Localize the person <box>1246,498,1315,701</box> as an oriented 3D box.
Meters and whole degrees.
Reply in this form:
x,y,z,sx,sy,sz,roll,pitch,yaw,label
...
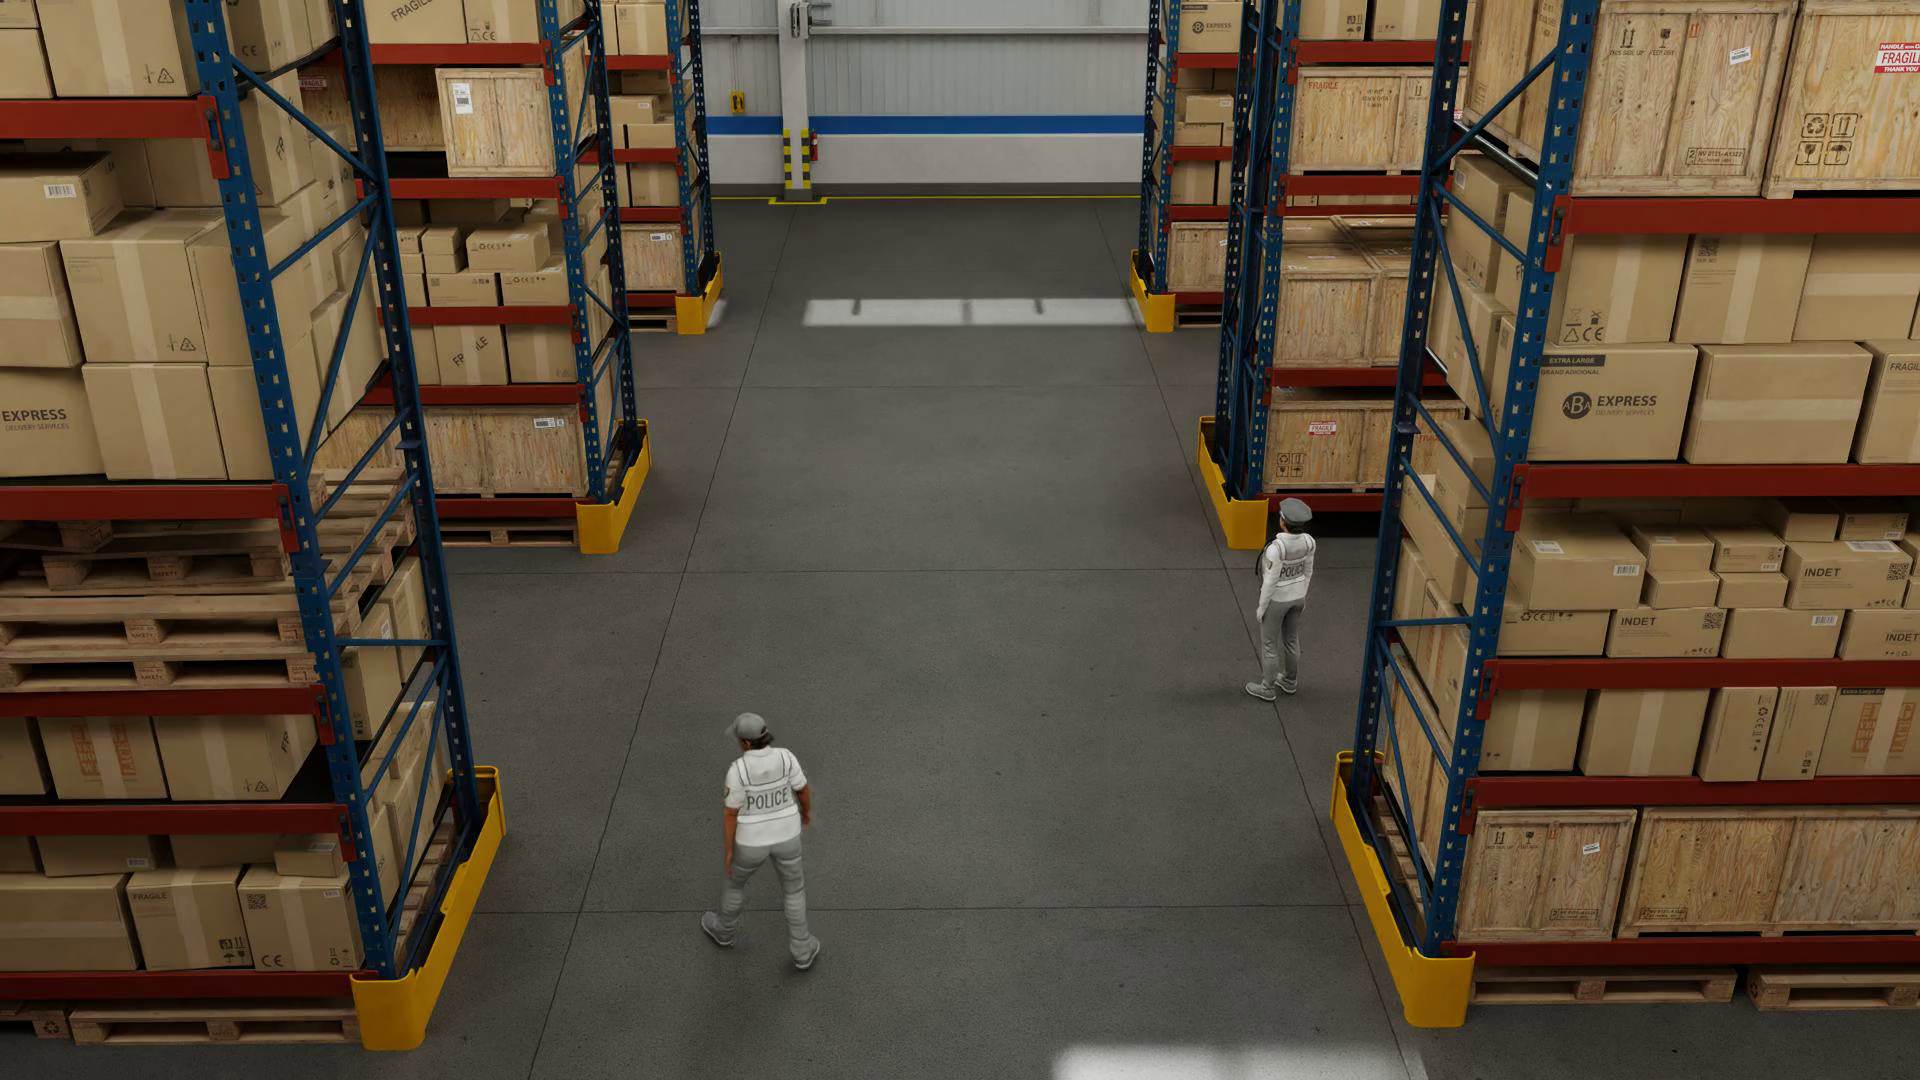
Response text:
x,y,z,sx,sy,sz,roll,pitch,yaw,label
2.517,0.463,12.984,0.464,1.689,0.359,-13,28,-26,person

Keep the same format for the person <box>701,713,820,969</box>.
x,y,z,sx,sy,sz,roll,pitch,yaw,label
-1.214,1.807,10.146,0.716,1.625,0.698,-9,27,-19,person
